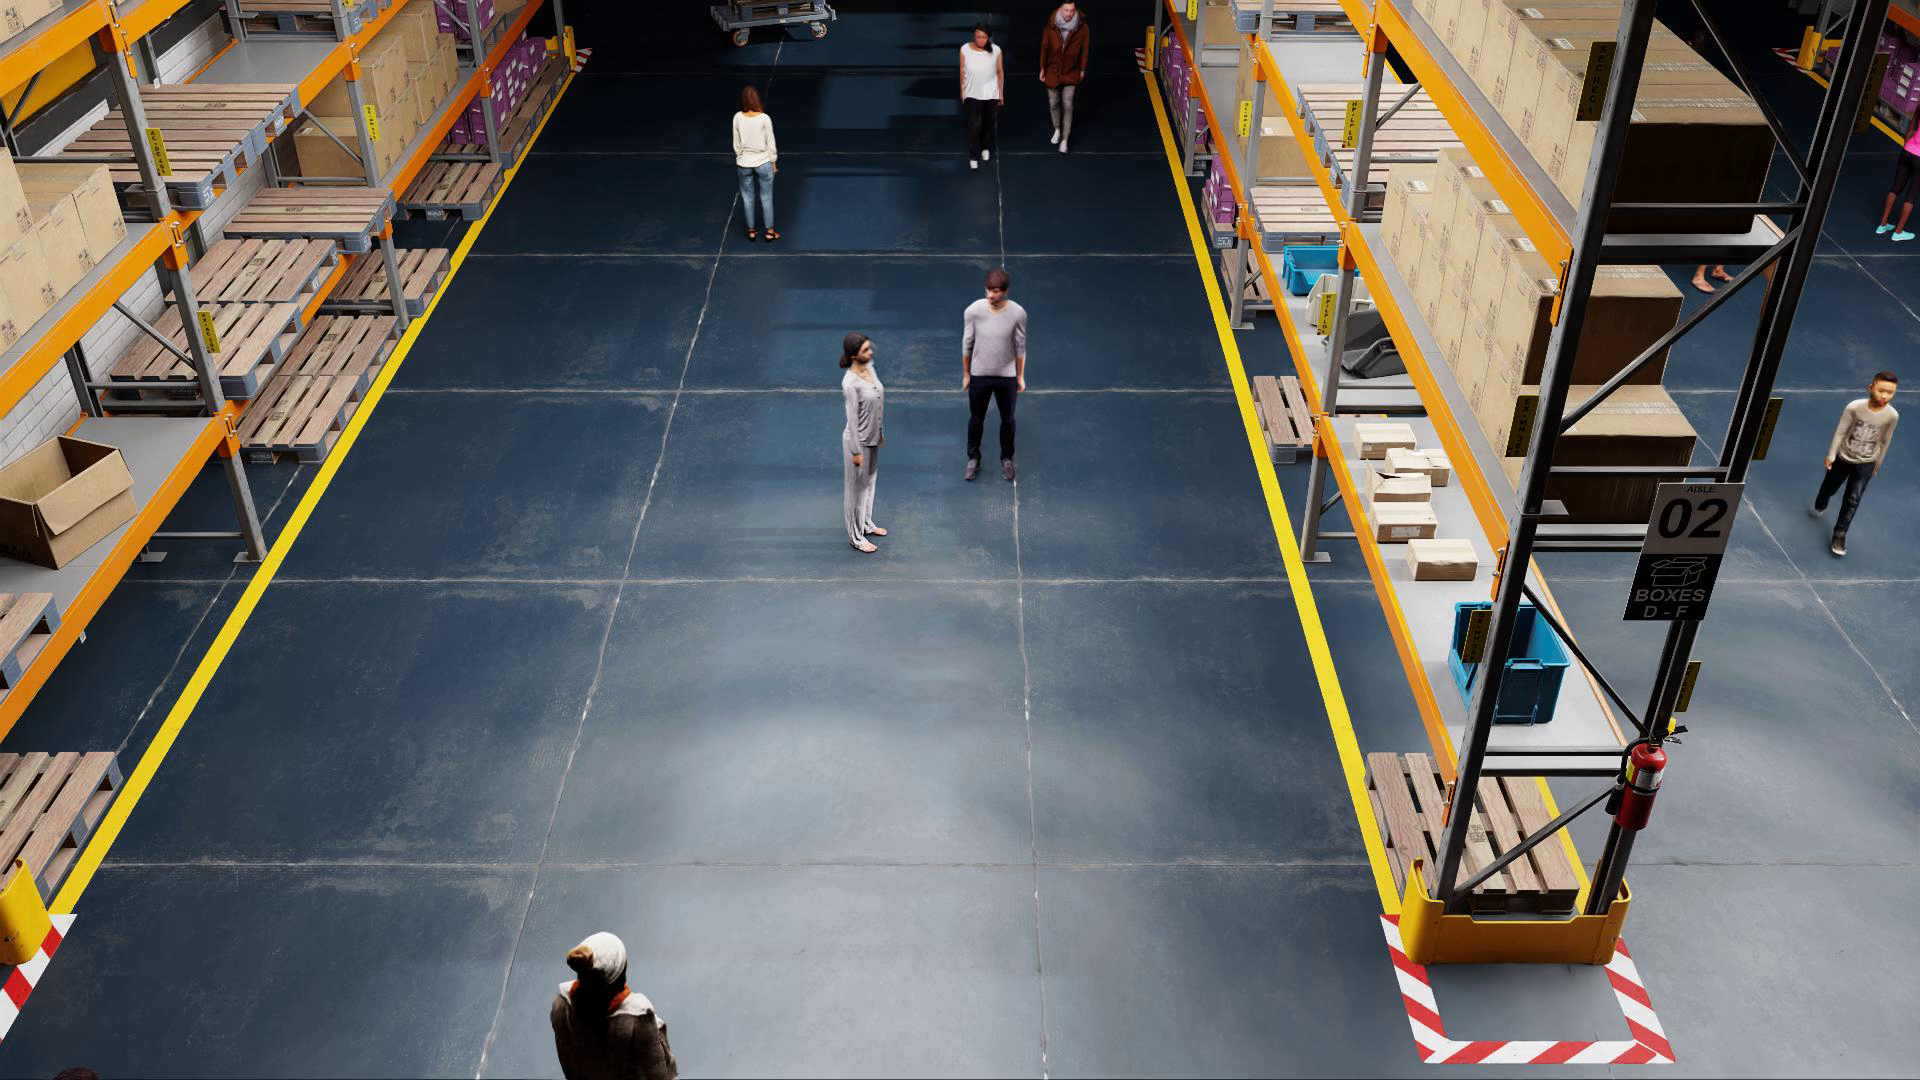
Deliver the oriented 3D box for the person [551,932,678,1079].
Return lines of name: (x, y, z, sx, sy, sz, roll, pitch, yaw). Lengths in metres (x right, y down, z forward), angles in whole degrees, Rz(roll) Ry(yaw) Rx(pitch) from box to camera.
person: (-1.596, 2.518, 7.568, 0.888, 1.871, 1.078, 12, 35, 17)

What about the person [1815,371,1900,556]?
person: (6.829, -0.647, 12.713, 0.761, 1.446, 0.967, 12, 36, 18)

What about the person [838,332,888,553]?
person: (-0.750, -0.756, 12.581, 0.714, 1.774, 0.577, 12, 35, 17)

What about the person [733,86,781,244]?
person: (-2.148, -3.940, 17.453, 0.667, 1.683, 0.627, 8, 35, 12)

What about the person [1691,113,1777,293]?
person: (7.680, -3.377, 16.455, 0.773, 1.852, 0.793, -19, 38, -26)

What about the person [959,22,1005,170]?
person: (0.255, -5.218, 19.395, 0.680, 1.661, 0.999, -2, 34, -3)

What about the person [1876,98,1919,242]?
person: (10.096, -4.033, 17.556, 0.686, 1.724, 0.578, -11, 35, -16)

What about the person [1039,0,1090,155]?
person: (1.224, -5.569, 19.800, 0.824, 1.797, 1.058, 7, 34, 10)

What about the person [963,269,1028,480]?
person: (0.276, -1.347, 13.408, 0.664, 1.842, 0.543, 2, 34, 3)
